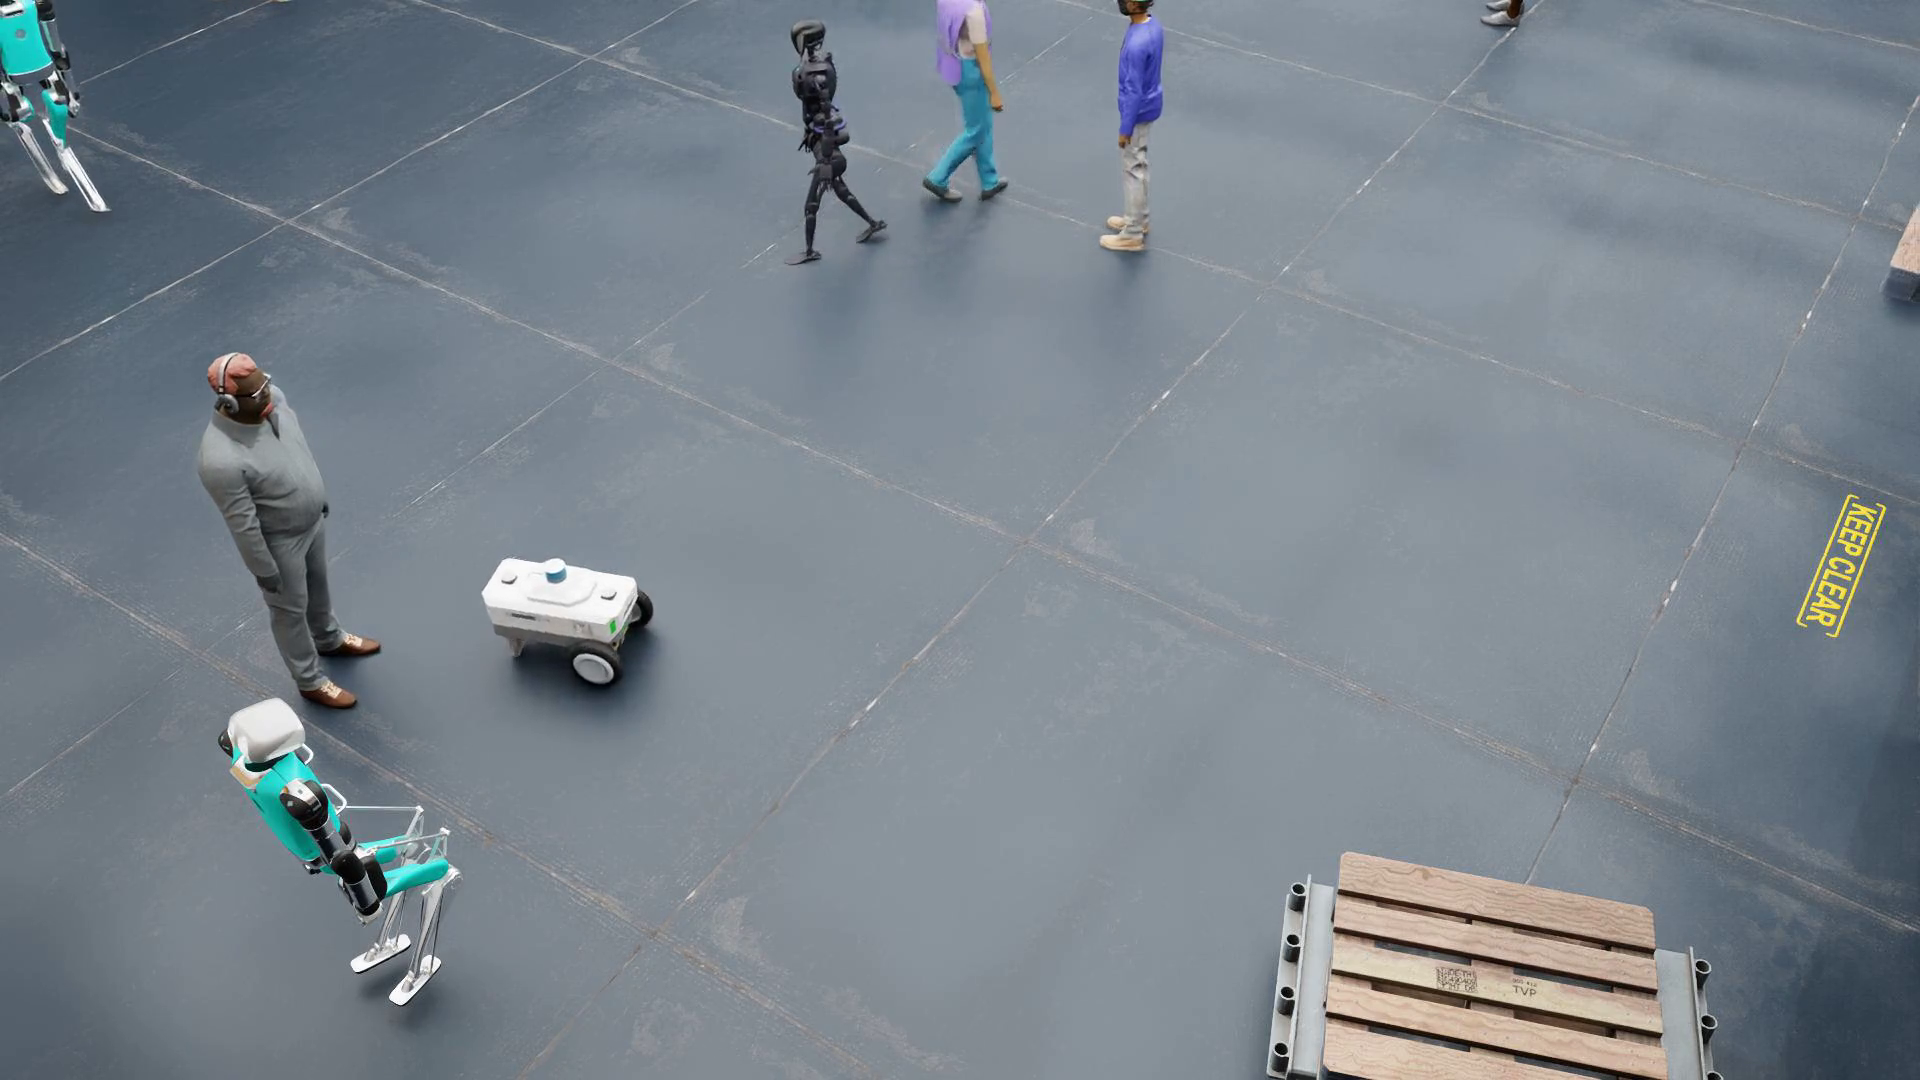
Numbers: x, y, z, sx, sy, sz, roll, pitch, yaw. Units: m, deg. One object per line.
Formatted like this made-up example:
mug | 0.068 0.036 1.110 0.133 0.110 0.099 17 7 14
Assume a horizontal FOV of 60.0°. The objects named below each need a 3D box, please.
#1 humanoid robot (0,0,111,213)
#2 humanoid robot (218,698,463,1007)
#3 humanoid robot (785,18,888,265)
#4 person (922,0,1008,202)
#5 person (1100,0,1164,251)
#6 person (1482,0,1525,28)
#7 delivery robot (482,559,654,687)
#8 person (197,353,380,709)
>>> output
humanoid robot | -6.175 -2.970 11.018 0.537 1.750 1.011 -33 51 -32
humanoid robot | -2.236 1.114 6.330 0.533 1.677 0.735 30 50 30
humanoid robot | -0.823 -2.547 10.609 0.749 1.631 0.595 -13 43 -14
person | 0.047 -3.082 11.076 0.628 1.802 0.644 -10 43 -11
person | 1.096 -2.746 10.666 0.404 1.862 0.460 11 43 12
person | 4.523 -5.045 13.182 0.453 1.931 0.551 13 43 14
delivery robot | -1.912 0.349 8.187 0.783 0.612 0.520 8 42 9
person | -3.066 -0.056 7.615 0.403 1.908 0.641 4 42 4
